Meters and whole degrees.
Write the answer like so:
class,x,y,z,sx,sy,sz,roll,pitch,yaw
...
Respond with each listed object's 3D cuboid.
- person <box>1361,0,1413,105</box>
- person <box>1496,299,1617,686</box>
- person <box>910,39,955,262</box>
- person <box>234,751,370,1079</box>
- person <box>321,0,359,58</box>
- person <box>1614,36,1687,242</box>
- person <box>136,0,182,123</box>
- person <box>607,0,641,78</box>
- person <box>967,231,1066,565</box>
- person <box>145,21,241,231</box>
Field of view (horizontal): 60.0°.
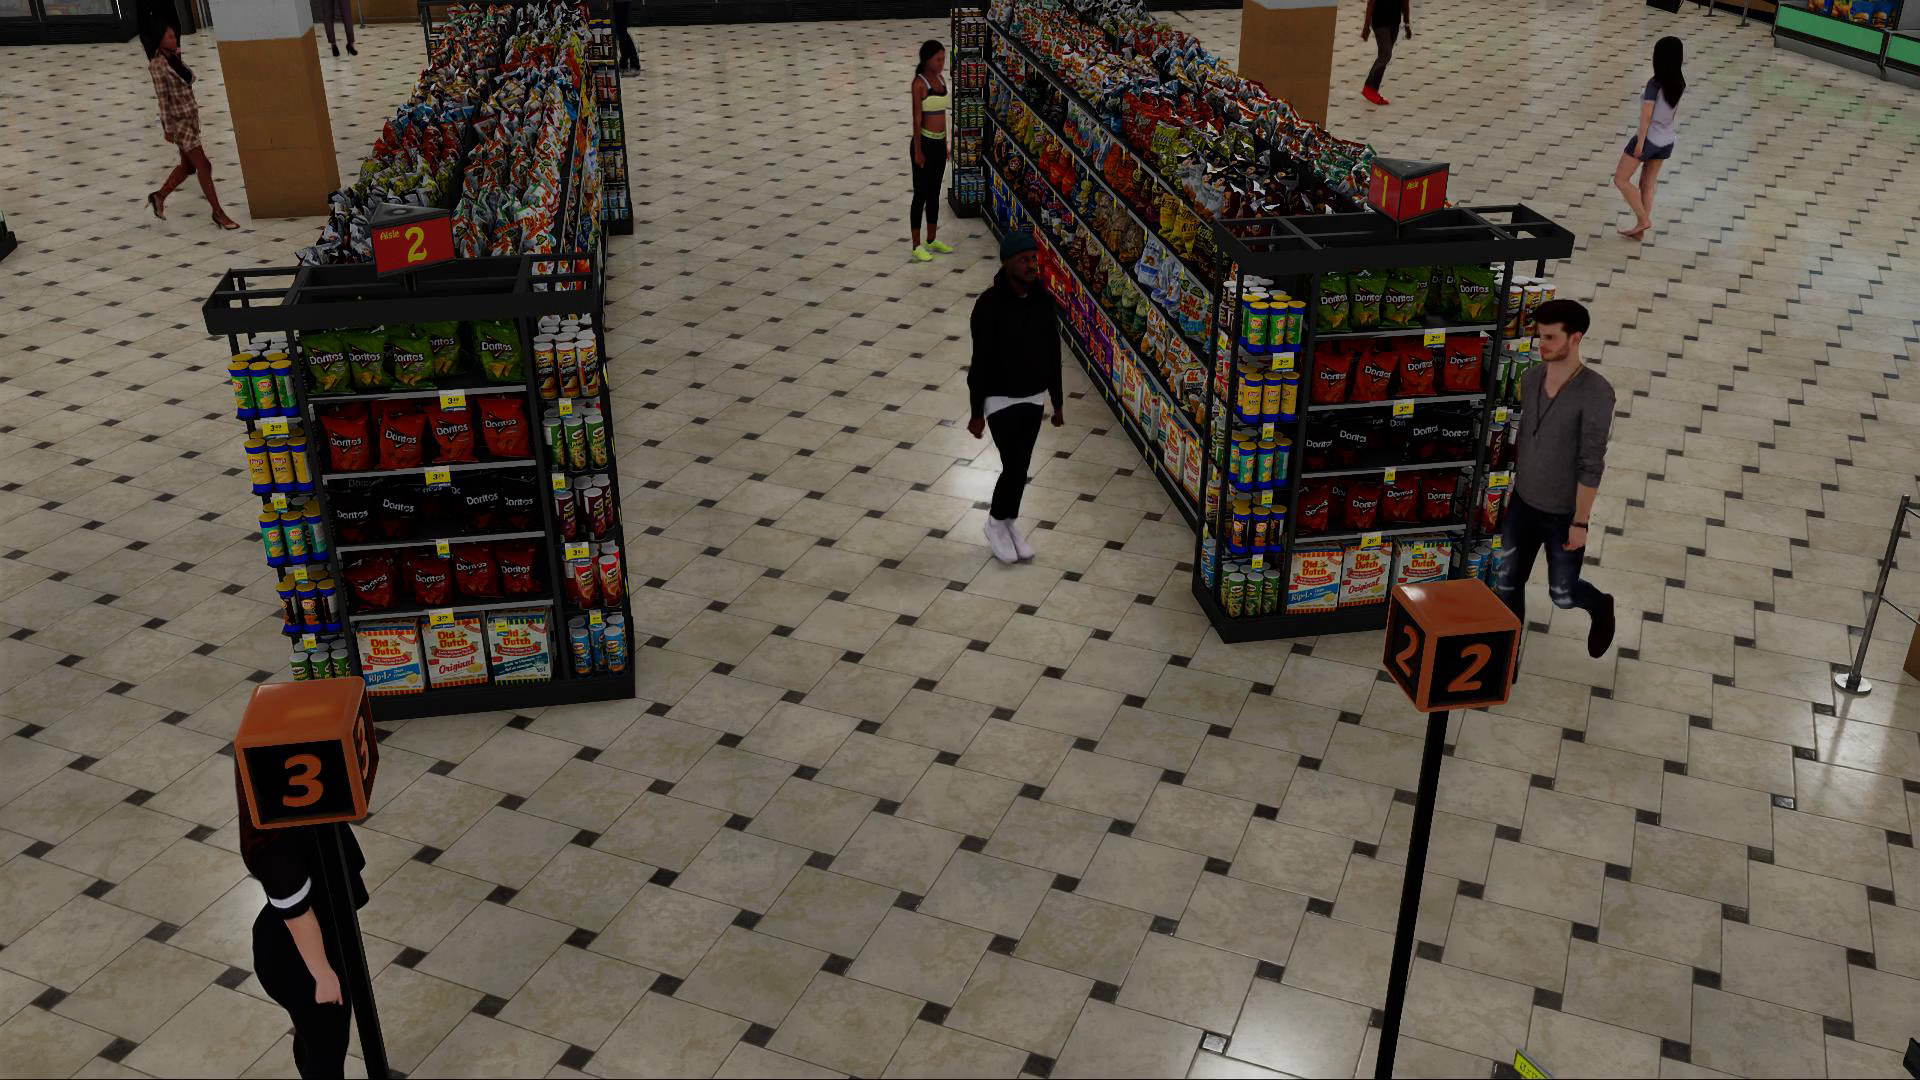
class,x,y,z,sx,sy,sz,roll,pitch,yaw
person,4.738,-5.846,18.795,0.794,1.788,0.785,-21,34,-35
person,2.731,-0.170,7.508,1.001,1.873,1.120,-15,30,-26
person,-0.264,-3.195,13.601,0.692,1.757,0.640,20,33,33
person,-1.977,1.217,5.033,0.726,1.638,0.606,-12,29,-22
person,-8.056,-7.079,21.357,0.607,1.670,0.544,-3,27,-6
person,5.848,-3.319,13.910,0.716,1.700,0.738,-17,31,-30
person,-8.650,-5.406,18.039,0.652,1.687,0.609,2,27,3
person,-4.131,-6.613,20.247,0.860,1.843,0.538,4,27,7
person,0.231,-0.762,8.746,0.804,1.810,0.815,-19,33,-33
person,-6.704,-3.500,14.192,0.809,1.767,1.035,2,27,4
